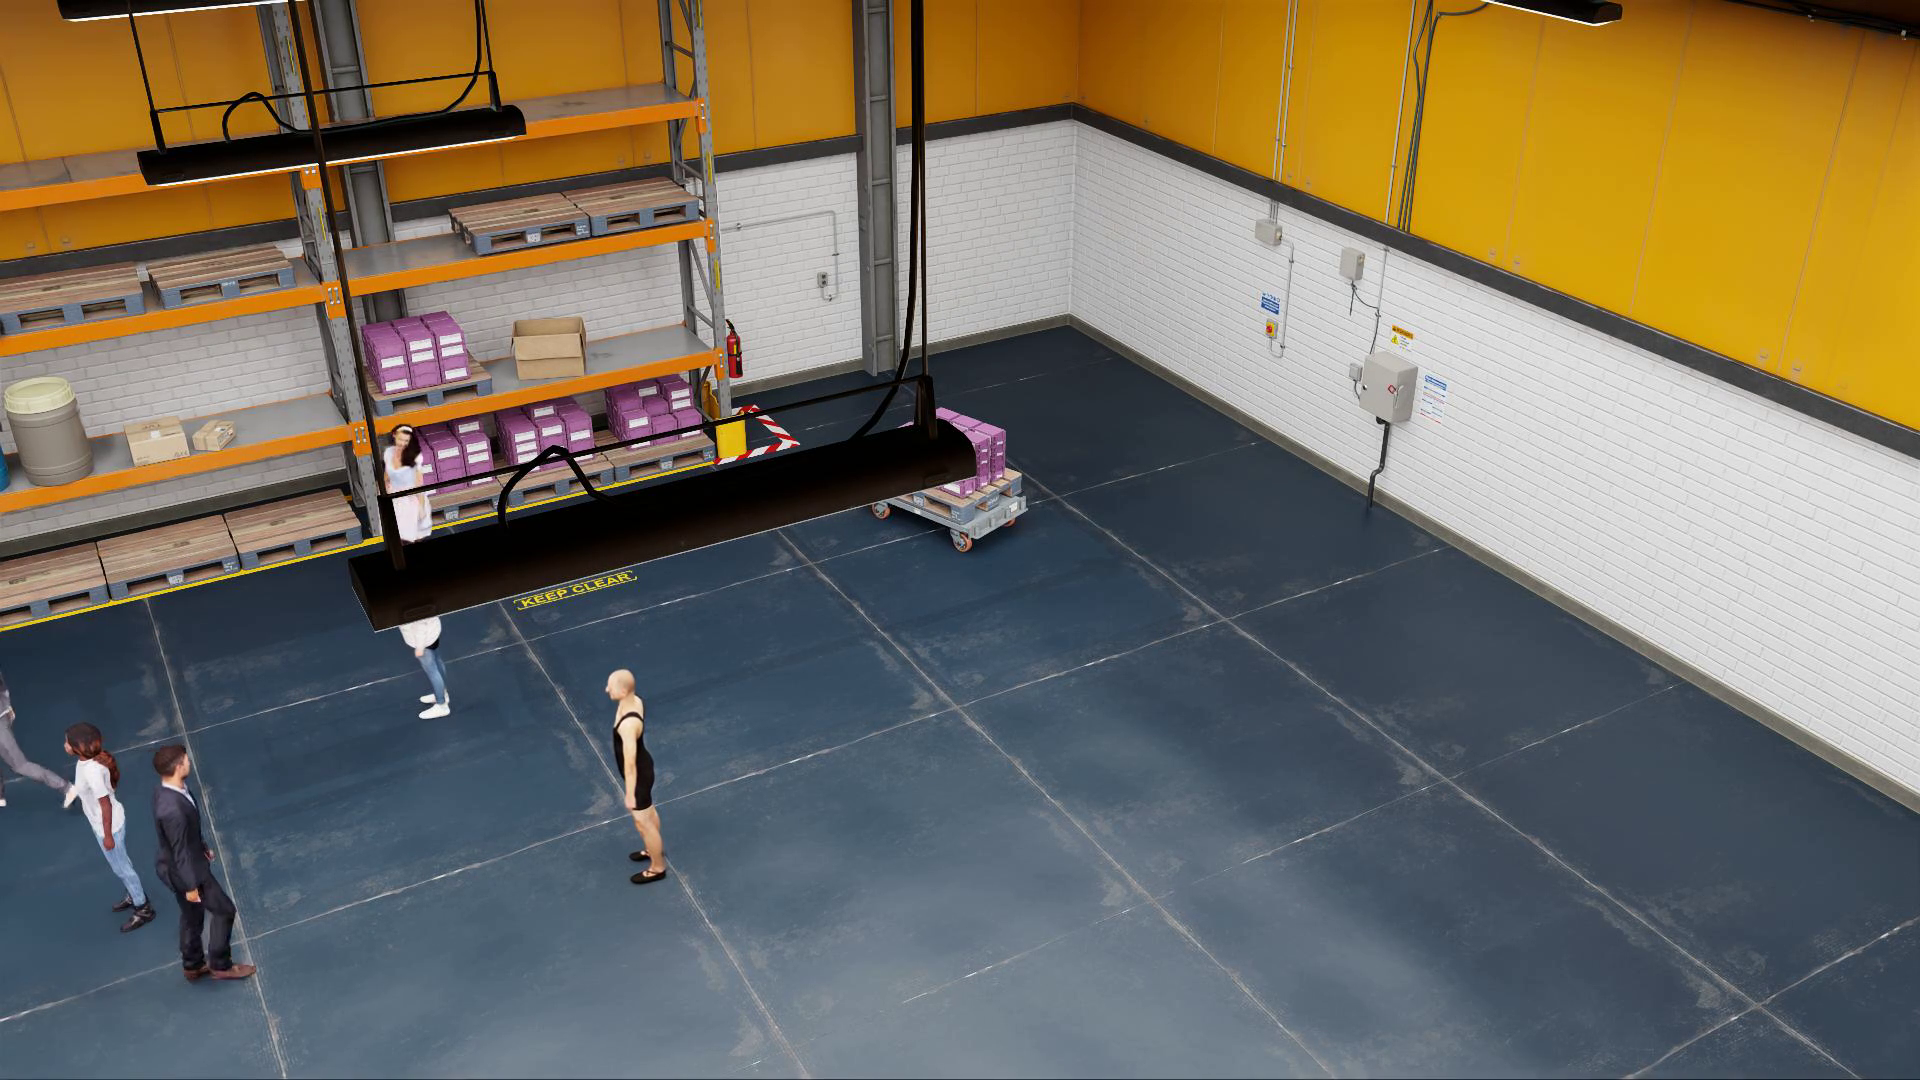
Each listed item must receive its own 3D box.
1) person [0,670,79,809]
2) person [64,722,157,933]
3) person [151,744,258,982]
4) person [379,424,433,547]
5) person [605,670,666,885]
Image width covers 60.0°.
[{"bbox_3d":[-7.476,1.443,13.047,1.198,1.723,0.888,-4,29,-7],"label":"person"},{"bbox_3d":[-6.131,2.041,11.955,0.533,1.719,0.597,-18,33,-30],"label":"person"},{"bbox_3d":[-5.395,2.276,11.410,0.666,1.828,0.664,-15,32,-26],"label":"person"},{"bbox_3d":[-5.393,-0.323,16.221,0.875,1.784,0.938,12,31,21],"label":"person"},{"bbox_3d":[-2.398,1.743,12.403,0.621,1.813,0.690,-6,29,-10],"label":"person"}]
